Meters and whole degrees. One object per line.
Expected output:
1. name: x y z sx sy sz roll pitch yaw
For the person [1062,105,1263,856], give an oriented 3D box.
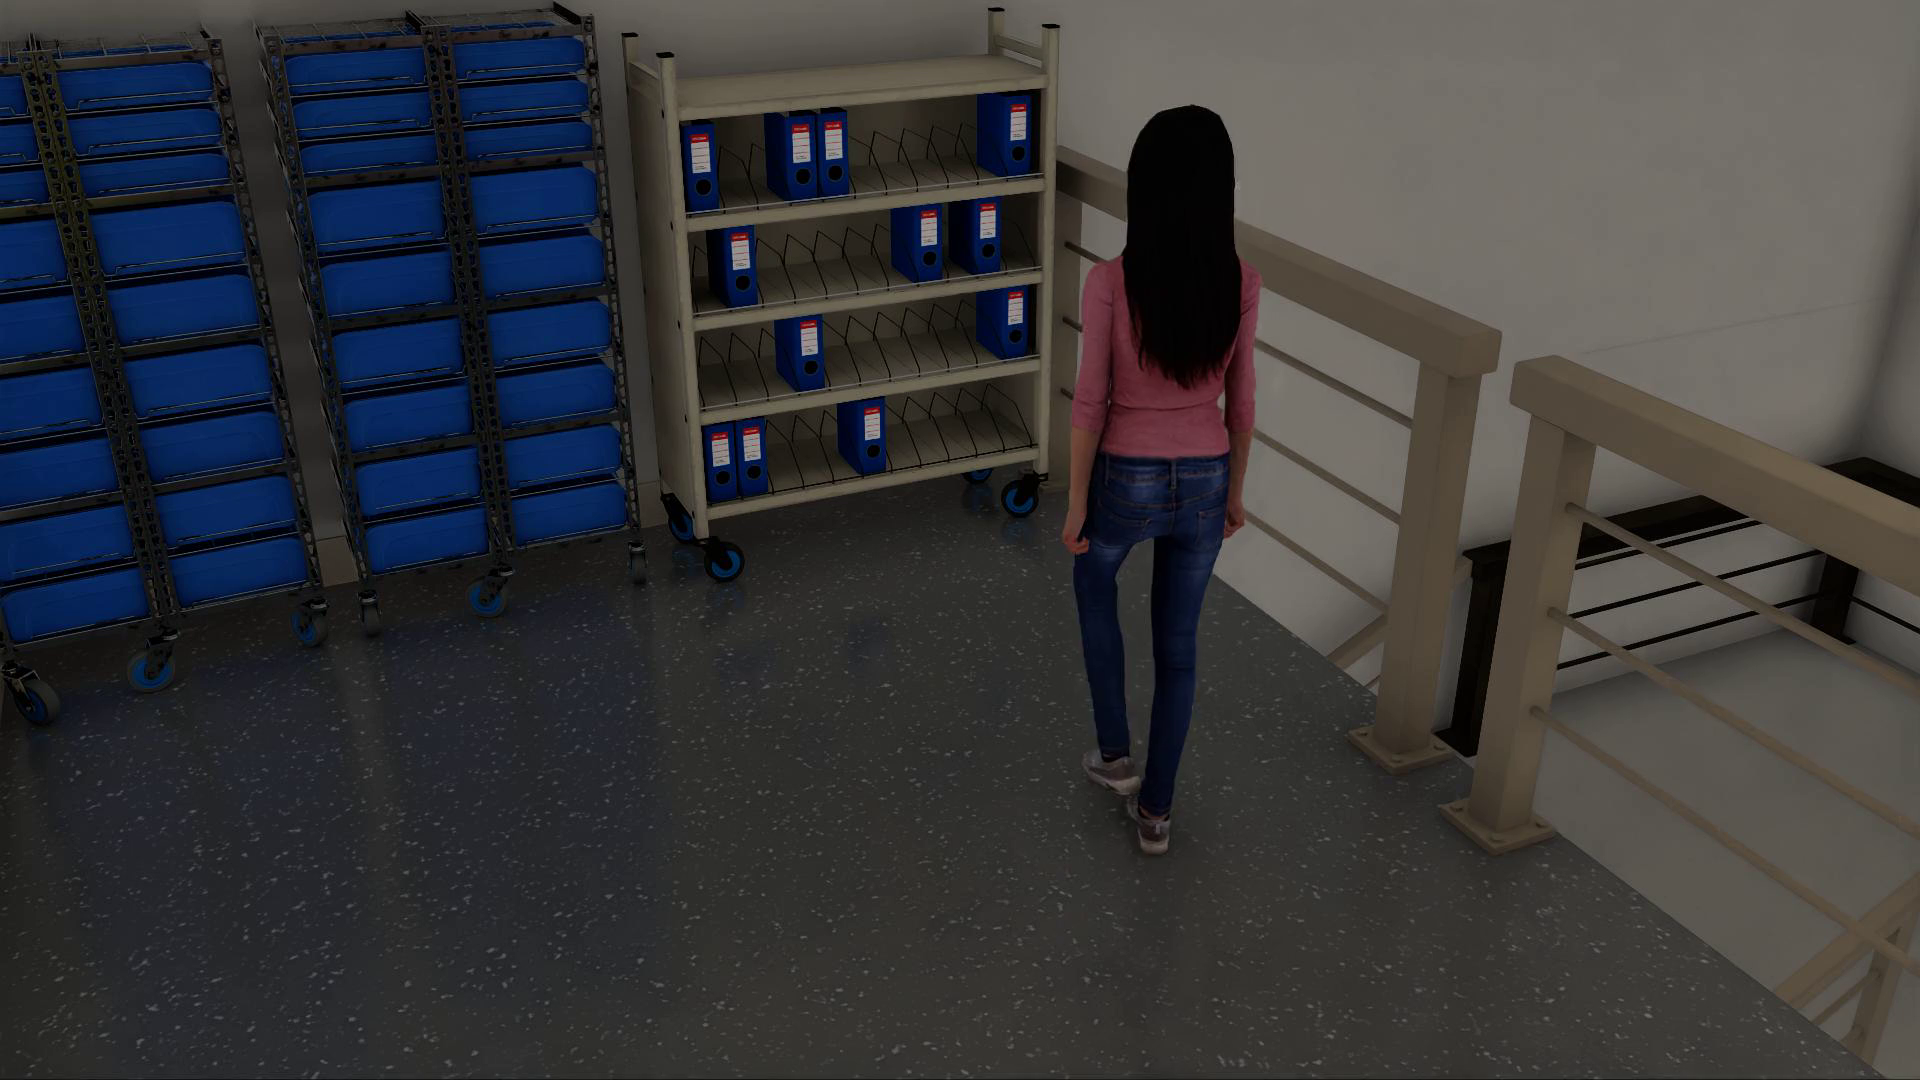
1. person: 0.452 -0.062 3.689 0.691 1.731 0.769 -2 26 -5
